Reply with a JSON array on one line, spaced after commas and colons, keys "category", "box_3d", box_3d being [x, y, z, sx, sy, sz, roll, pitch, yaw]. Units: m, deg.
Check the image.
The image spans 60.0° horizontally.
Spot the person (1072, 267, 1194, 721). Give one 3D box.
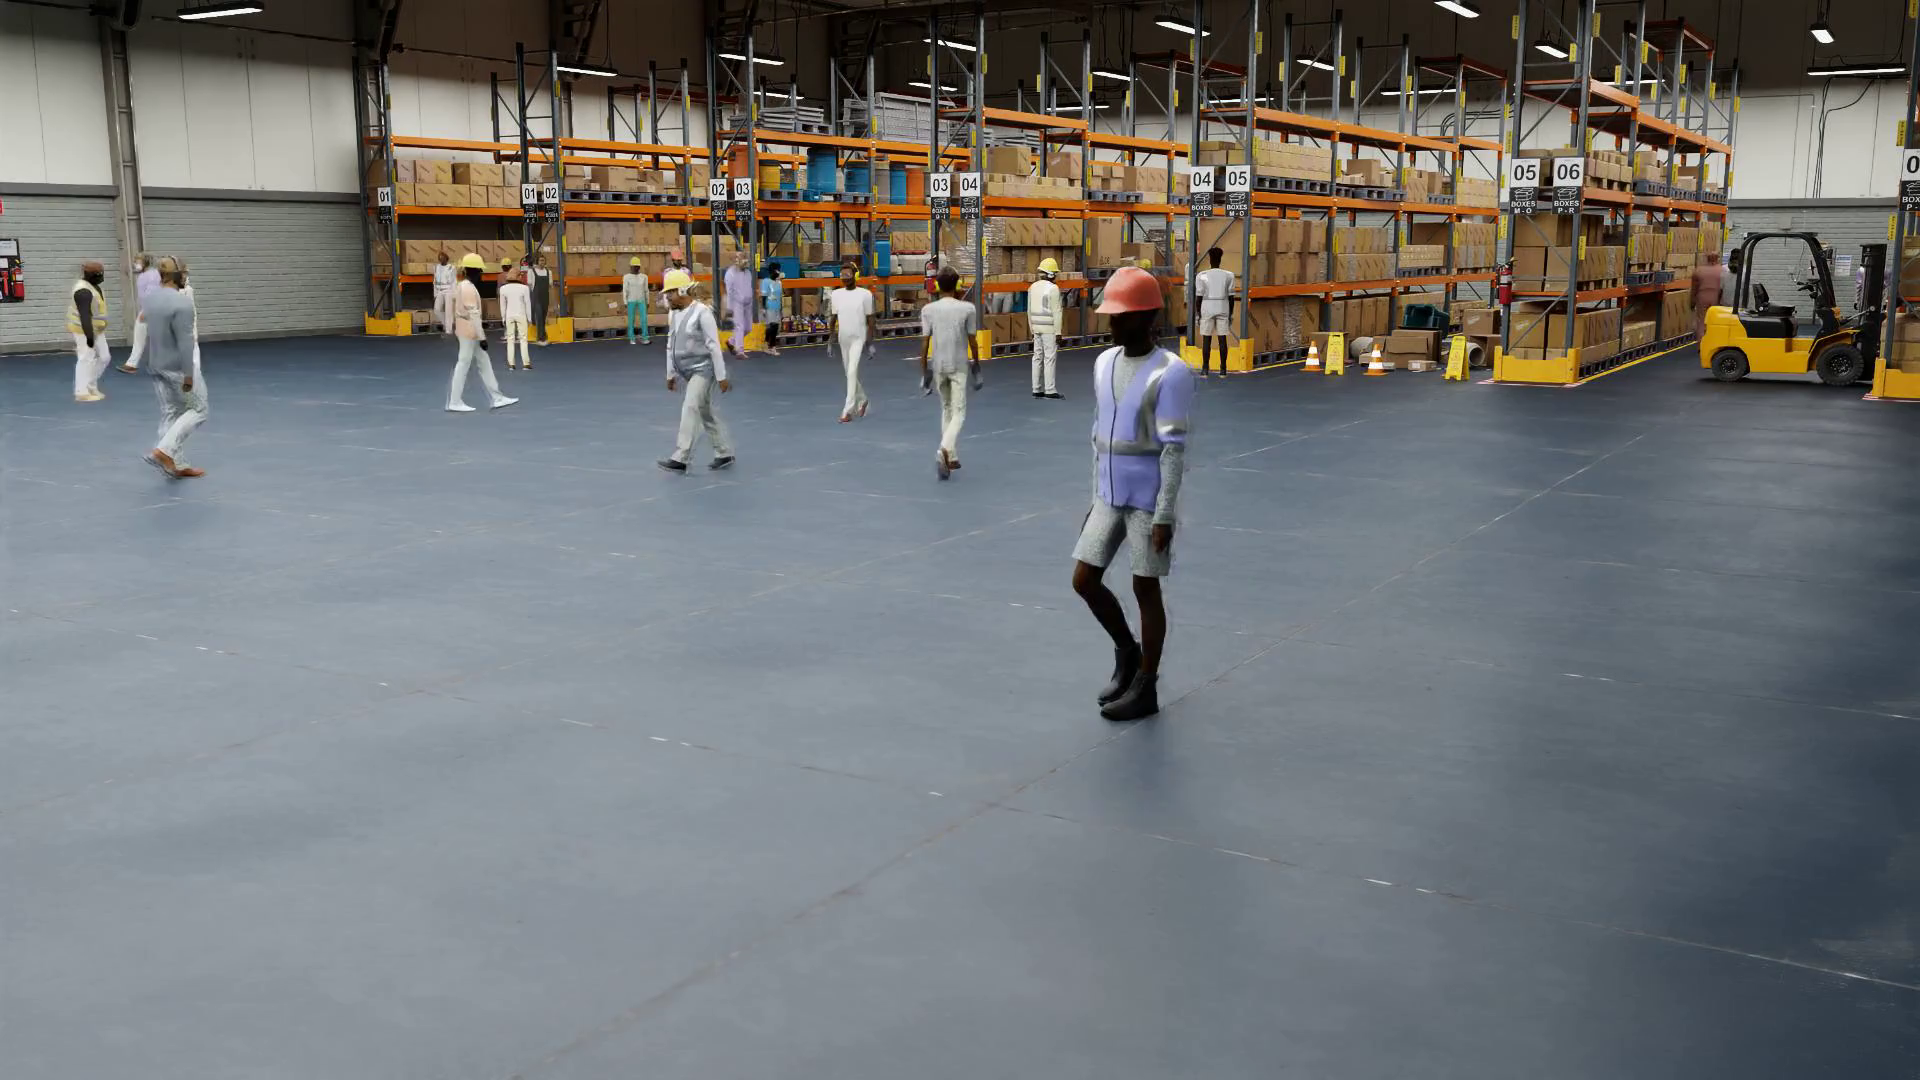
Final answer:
[{"category": "person", "box_3d": [0.713, -0.177, 7.008, 0.403, 1.922, 0.579, -8, 13, -37]}]

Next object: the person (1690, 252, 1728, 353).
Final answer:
[{"category": "person", "box_3d": [13.971, -4.429, 31.010, 0.671, 1.849, 0.984, 6, 12, 29]}]

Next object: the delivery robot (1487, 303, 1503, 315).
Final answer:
[{"category": "delivery robot", "box_3d": [12.873, -5.512, 40.462, 0.707, 0.478, 0.477, -1, 10, -7]}]

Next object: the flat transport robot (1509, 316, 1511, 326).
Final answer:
[{"category": "flat transport robot", "box_3d": [13.634, -5.355, 40.643, 0.652, 0.197, 1.431, 1, 10, 6]}]

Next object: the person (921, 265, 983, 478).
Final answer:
[{"category": "person", "box_3d": [-0.099, -1.476, 14.532, 0.518, 1.842, 0.830, 4, 11, 20]}]

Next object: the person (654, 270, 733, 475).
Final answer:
[{"category": "person", "box_3d": [-2.364, -1.469, 14.640, 0.902, 1.775, 0.619, -8, 13, -37]}]

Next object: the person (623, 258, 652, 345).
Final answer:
[{"category": "person", "box_3d": [-6.395, -4.715, 32.969, 0.557, 1.726, 0.865, -5, 11, -26]}]

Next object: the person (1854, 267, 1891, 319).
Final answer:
[{"category": "person", "box_3d": [17.286, -4.552, 31.536, 0.585, 1.921, 0.392, 6, 12, 30]}]

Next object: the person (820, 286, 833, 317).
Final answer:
[{"category": "person", "box_3d": [-2.903, -5.389, 37.108, 0.530, 1.599, 0.848, 6, 12, 32]}]

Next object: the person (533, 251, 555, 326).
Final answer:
[{"category": "person", "box_3d": [-9.395, -5.559, 37.383, 0.621, 1.845, 0.429, 2, 10, 9]}]

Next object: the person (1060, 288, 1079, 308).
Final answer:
[{"category": "person", "box_3d": [2.340, -5.356, 35.680, 0.383, 2.041, 0.616, -10, 14, -43]}]

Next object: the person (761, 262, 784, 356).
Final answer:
[{"category": "person", "box_3d": [-3.344, -4.131, 29.811, 0.375, 1.681, 0.553, 6, 12, 32]}]

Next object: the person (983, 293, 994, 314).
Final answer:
[{"category": "person", "box_3d": [0.572, -5.028, 35.004, 0.522, 1.617, 0.424, 9, 14, 42]}]

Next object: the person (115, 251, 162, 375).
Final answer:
[{"category": "person", "box_3d": [-12.569, -3.471, 25.578, 0.619, 1.889, 0.952, 9, 13, 40]}]

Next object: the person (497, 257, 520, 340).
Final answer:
[{"category": "person", "box_3d": [-9.464, -5.085, 35.051, 0.534, 1.732, 0.855, 4, 11, 22]}]

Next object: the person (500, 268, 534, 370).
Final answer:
[{"category": "person", "box_3d": [-7.108, -3.542, 26.667, 0.498, 1.634, 0.281, 1, 10, 5]}]

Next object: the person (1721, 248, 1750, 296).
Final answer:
[{"category": "person", "box_3d": [15.292, -4.801, 32.917, 0.592, 1.922, 0.392, 7, 12, 34]}]

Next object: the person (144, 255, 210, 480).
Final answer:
[{"category": "person", "box_3d": [-6.683, -1.441, 14.112, 0.634, 1.926, 0.493, 7, 12, 33]}]

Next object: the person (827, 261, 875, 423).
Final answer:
[{"category": "person", "box_3d": [-1.233, -2.287, 19.111, 0.525, 1.835, 0.924, 3, 11, 19]}]

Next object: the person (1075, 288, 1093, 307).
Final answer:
[{"category": "person", "box_3d": [2.913, -6.178, 40.482, 0.647, 1.968, 0.489, 5, 11, 24]}]

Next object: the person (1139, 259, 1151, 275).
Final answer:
[{"category": "person", "box_3d": [3.451, -4.495, 31.753, 0.494, 1.722, 0.623, 8, 13, 37]}]

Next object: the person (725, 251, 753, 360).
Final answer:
[{"category": "person", "box_3d": [-3.888, -4.093, 29.073, 0.611, 1.891, 0.646, 6, 12, 32]}]

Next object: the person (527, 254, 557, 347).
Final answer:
[{"category": "person", "box_3d": [-8.112, -4.664, 32.448, 0.545, 1.810, 0.878, -9, 13, -40]}]

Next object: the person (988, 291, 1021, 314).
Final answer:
[{"category": "person", "box_3d": [0.885, -4.827, 33.047, 0.669, 1.923, 0.709, 1, 10, 8]}]

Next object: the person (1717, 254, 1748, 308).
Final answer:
[{"category": "person", "box_3d": [13.150, -3.949, 28.341, 0.532, 1.848, 0.450, 10, 14, 44]}]

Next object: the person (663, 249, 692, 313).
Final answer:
[{"category": "person", "box_3d": [-5.153, -4.366, 30.481, 0.564, 1.918, 0.404, -6, 12, -32]}]

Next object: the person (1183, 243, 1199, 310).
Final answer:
[{"category": "person", "box_3d": [4.351, -4.385, 30.288, 0.609, 2.037, 0.396, 6, 12, 30]}]

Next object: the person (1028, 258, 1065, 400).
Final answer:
[{"category": "person", "box_3d": [1.130, -2.721, 21.519, 0.404, 1.828, 0.603, -7, 12, -34]}]

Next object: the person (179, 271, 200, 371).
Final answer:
[{"category": "person", "box_3d": [-11.861, -3.335, 25.486, 0.515, 1.641, 0.315, 10, 14, 43]}]

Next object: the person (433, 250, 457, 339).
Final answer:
[{"category": "person", "box_3d": [-10.952, -5.217, 35.357, 0.614, 1.875, 0.398, 4, 11, 20]}]

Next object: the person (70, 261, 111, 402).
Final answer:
[{"category": "person", "box_3d": [-11.119, -2.652, 21.256, 0.547, 1.795, 0.659, -2, 10, -11]}]

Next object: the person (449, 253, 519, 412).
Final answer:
[{"category": "person", "box_3d": [-5.768, -2.488, 20.031, 0.910, 1.885, 0.619, -3, 11, -17]}]

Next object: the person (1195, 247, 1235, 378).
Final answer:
[{"category": "person", "box_3d": [3.834, -3.421, 25.056, 0.606, 1.966, 0.367, -1, 10, -3]}]
